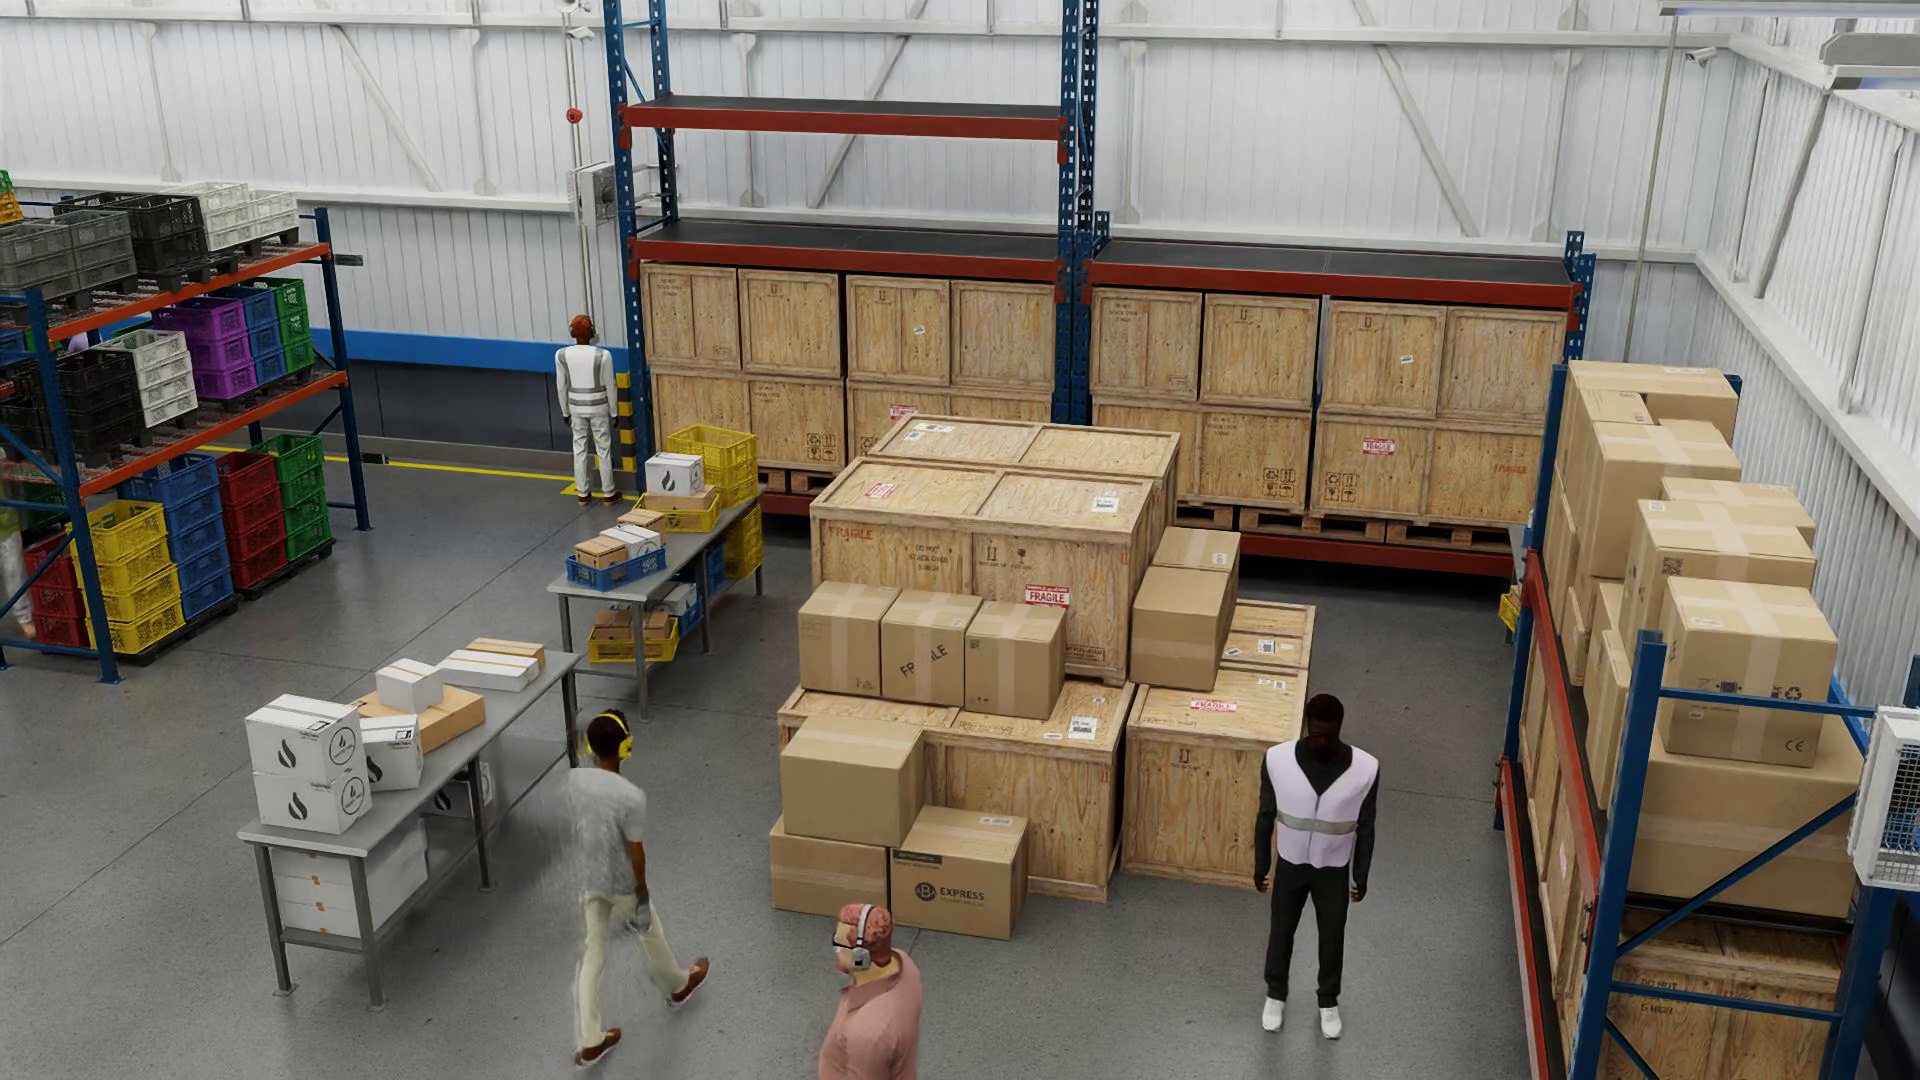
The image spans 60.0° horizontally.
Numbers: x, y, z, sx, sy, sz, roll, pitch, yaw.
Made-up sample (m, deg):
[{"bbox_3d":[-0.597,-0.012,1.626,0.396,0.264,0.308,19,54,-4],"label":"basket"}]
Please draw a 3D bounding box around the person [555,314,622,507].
[{"bbox_3d":[-3.562,-1.241,16.010,0.577,1.884,0.353,2,21,5],"label":"person"}]

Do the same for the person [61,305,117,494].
[{"bbox_3d":[-8.563,-1.428,16.423,0.360,1.938,0.635,-10,23,-25],"label":"person"}]

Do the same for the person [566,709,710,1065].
[{"bbox_3d":[-1.676,1.682,8.442,0.513,1.823,0.955,10,23,24],"label":"person"}]

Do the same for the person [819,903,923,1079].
[{"bbox_3d":[-0.363,2.309,6.712,0.402,1.901,0.647,3,21,9],"label":"person"}]

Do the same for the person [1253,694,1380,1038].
[{"bbox_3d":[1.792,1.631,8.465,0.592,1.912,0.383,4,21,11],"label":"person"}]

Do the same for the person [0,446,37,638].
[{"bbox_3d":[-7.606,-0.071,13.015,0.637,1.840,0.429,-19,28,-40],"label":"person"}]
